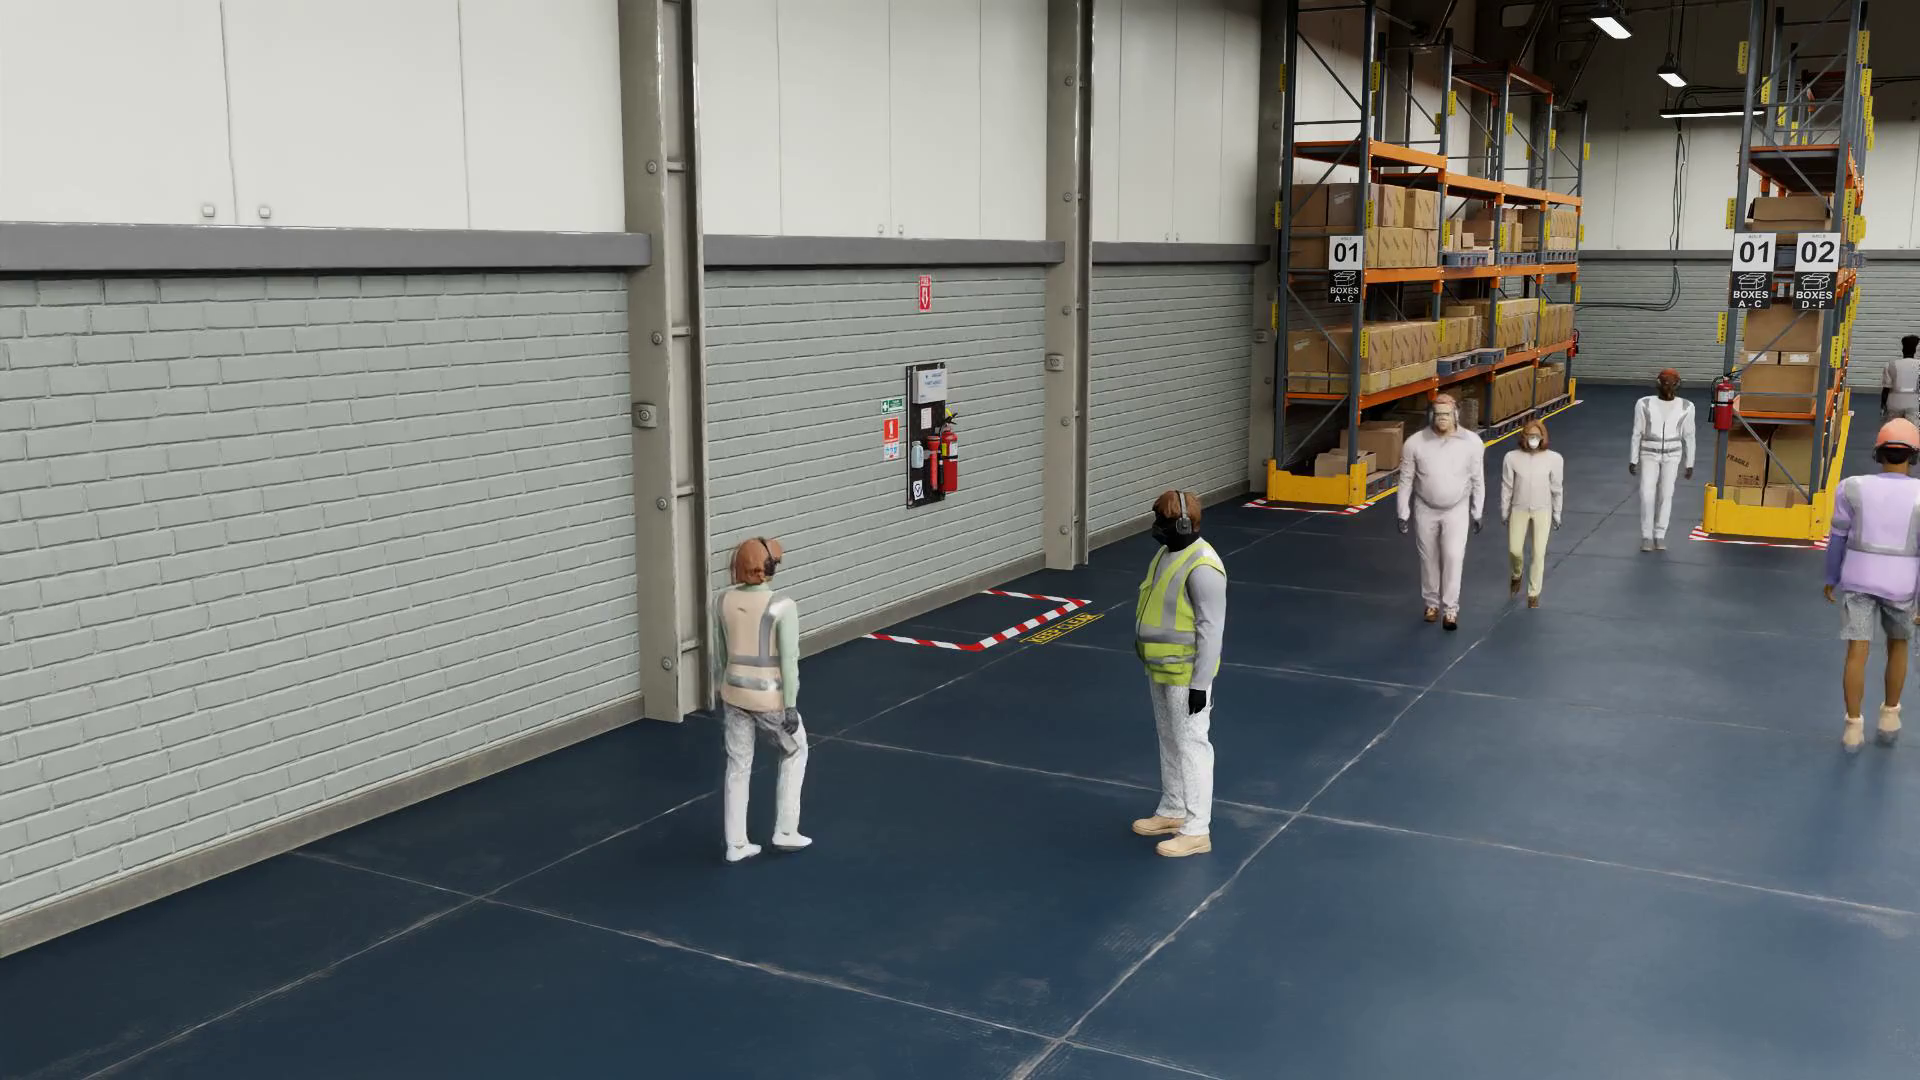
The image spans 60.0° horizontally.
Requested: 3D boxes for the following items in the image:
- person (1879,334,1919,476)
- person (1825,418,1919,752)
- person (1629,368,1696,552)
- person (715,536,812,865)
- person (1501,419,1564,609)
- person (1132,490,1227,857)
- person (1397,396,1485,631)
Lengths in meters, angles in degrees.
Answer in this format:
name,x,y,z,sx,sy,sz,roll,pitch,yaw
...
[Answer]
name,x,y,z,sx,sy,sz,roll,pitch,yaw
person,12.865,-1.825,22.635,0.608,1.943,0.835,5,11,26
person,5.653,0.261,10.205,0.629,2.012,0.865,6,12,33
person,7.109,-0.792,16.813,0.602,1.856,0.742,3,10,17
person,-0.959,0.787,8.260,0.556,1.617,0.585,6,11,32
person,4.886,-0.230,14.228,0.506,1.622,0.403,4,10,20
person,1.092,0.660,8.361,0.429,1.841,0.633,-2,10,-14
person,3.841,-0.207,13.331,0.677,1.866,0.948,3,10,19
